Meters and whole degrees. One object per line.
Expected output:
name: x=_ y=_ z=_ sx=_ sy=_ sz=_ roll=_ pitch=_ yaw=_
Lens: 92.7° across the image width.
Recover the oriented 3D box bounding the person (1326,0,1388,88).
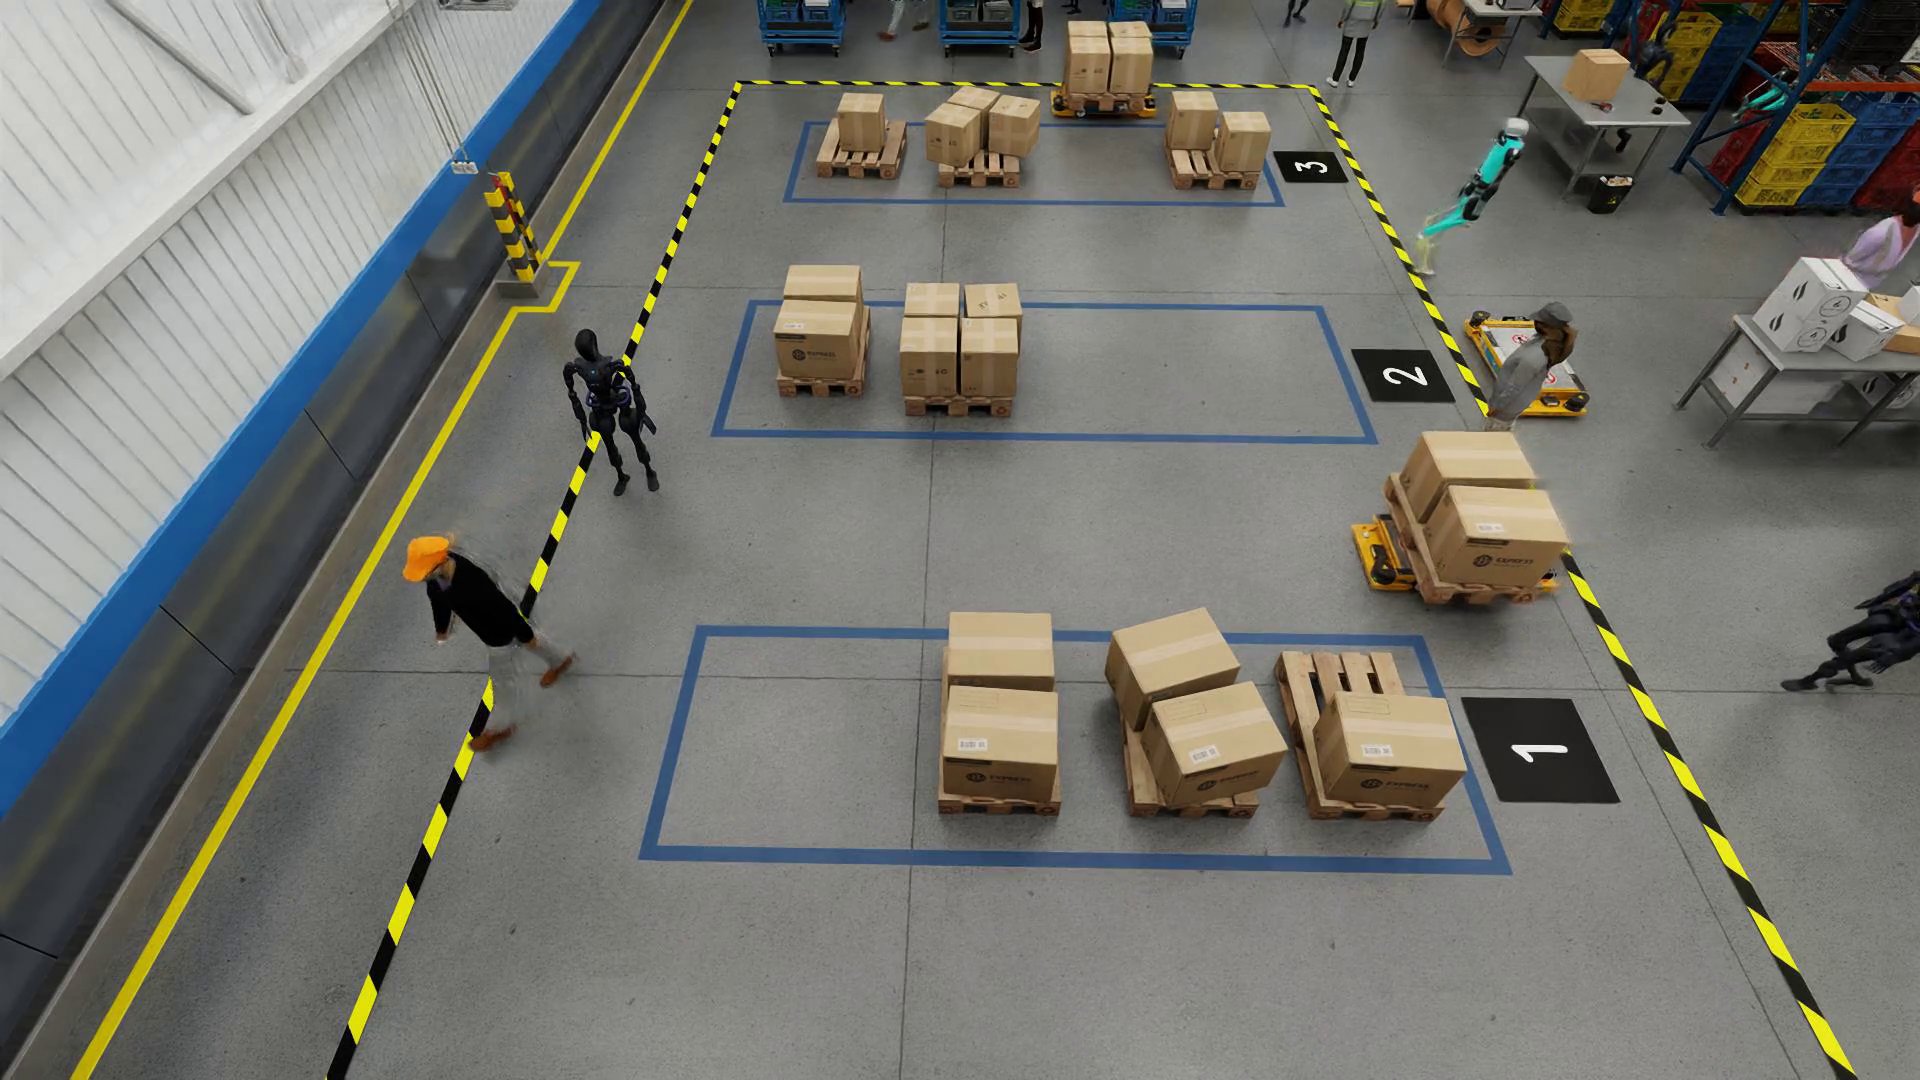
person: x=5.609 y=-7.323 z=12.824 sx=0.590 sy=1.852 sz=0.364 roll=1 pitch=49 yaw=1

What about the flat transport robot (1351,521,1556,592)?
flat transport robot: x=3.995 y=0.099 z=7.429 sx=1.431 sy=0.197 sz=0.652 roll=1 pitch=49 yaw=1

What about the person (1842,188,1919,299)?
person: x=8.191 y=-2.414 z=8.479 sx=0.607 sy=2.012 sz=0.903 roll=-19 pitch=52 yaw=-16

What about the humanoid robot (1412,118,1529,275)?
humanoid robot: x=5.191 y=-3.510 z=9.651 sx=0.787 sy=1.839 sz=0.540 roll=9 pitch=50 yaw=7

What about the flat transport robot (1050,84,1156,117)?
flat transport robot: x=2.006 y=-6.203 z=12.884 sx=1.431 sy=0.197 sz=0.652 roll=1 pitch=49 yaw=1

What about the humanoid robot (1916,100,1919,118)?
humanoid robot: x=12.407 y=-5.680 z=11.550 sx=0.749 sy=1.881 sz=0.571 roll=18 pitch=52 yaw=15

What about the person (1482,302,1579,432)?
person: x=4.575 y=-1.184 z=7.568 sx=0.401 sy=1.764 sz=0.561 roll=37 pitch=58 yaw=28

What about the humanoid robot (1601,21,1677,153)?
humanoid robot: x=8.450 y=-5.626 z=11.475 sx=0.589 sy=1.637 sz=0.593 roll=-24 pitch=53 yaw=-20

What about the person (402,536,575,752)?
person: x=-3.136 y=0.605 z=5.975 sx=0.596 sy=1.833 sz=0.958 roll=31 pitch=56 yaw=24

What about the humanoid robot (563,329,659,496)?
humanoid robot: x=-2.819 y=-1.021 z=7.478 sx=0.599 sy=1.653 sz=0.315 roll=-6 pitch=49 yaw=-5

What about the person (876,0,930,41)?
person: x=-0.875 y=-8.736 z=14.035 sx=0.980 sy=1.871 sz=0.648 roll=-16 pitch=51 yaw=-14

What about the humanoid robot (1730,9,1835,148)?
humanoid robot: x=10.151 y=-5.626 z=11.379 sx=0.713 sy=1.715 sz=0.530 roll=-4 pitch=49 yaw=-4

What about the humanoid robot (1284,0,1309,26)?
humanoid robot: x=5.426 y=-9.000 z=14.393 sx=0.613 sy=1.636 sz=0.417 roll=-14 pitch=51 yaw=-12

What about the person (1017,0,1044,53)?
person: x=1.104 y=-8.349 z=13.642 sx=0.370 sy=1.959 sz=0.600 roll=-13 pitch=50 yaw=-11

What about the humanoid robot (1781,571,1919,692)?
humanoid robot: x=6.293 y=0.581 z=6.114 sx=0.475 sy=1.641 sz=0.593 roll=15 pitch=51 yaw=13

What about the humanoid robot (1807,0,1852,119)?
humanoid robot: x=11.336 y=-6.111 z=11.762 sx=0.735 sy=1.677 sz=0.533 roll=16 pitch=51 yaw=13

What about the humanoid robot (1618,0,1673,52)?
humanoid robot: x=10.357 y=-8.048 z=13.521 sx=0.959 sy=1.748 sz=0.545 roll=1 pitch=49 yaw=1

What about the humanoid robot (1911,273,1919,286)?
humanoid robot: x=10.570 y=-3.348 z=9.395 sx=0.533 sy=1.689 sz=0.742 roll=4 pitch=49 yaw=4

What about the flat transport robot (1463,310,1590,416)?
flat transport robot: x=5.573 y=-1.757 z=9.054 sx=0.659 sy=0.231 sz=1.431 roll=1 pitch=49 yaw=1

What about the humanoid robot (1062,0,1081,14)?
humanoid robot: x=1.855 y=-9.421 z=14.745 sx=0.315 sy=1.659 sz=0.599 roll=-7 pitch=49 yaw=-6
